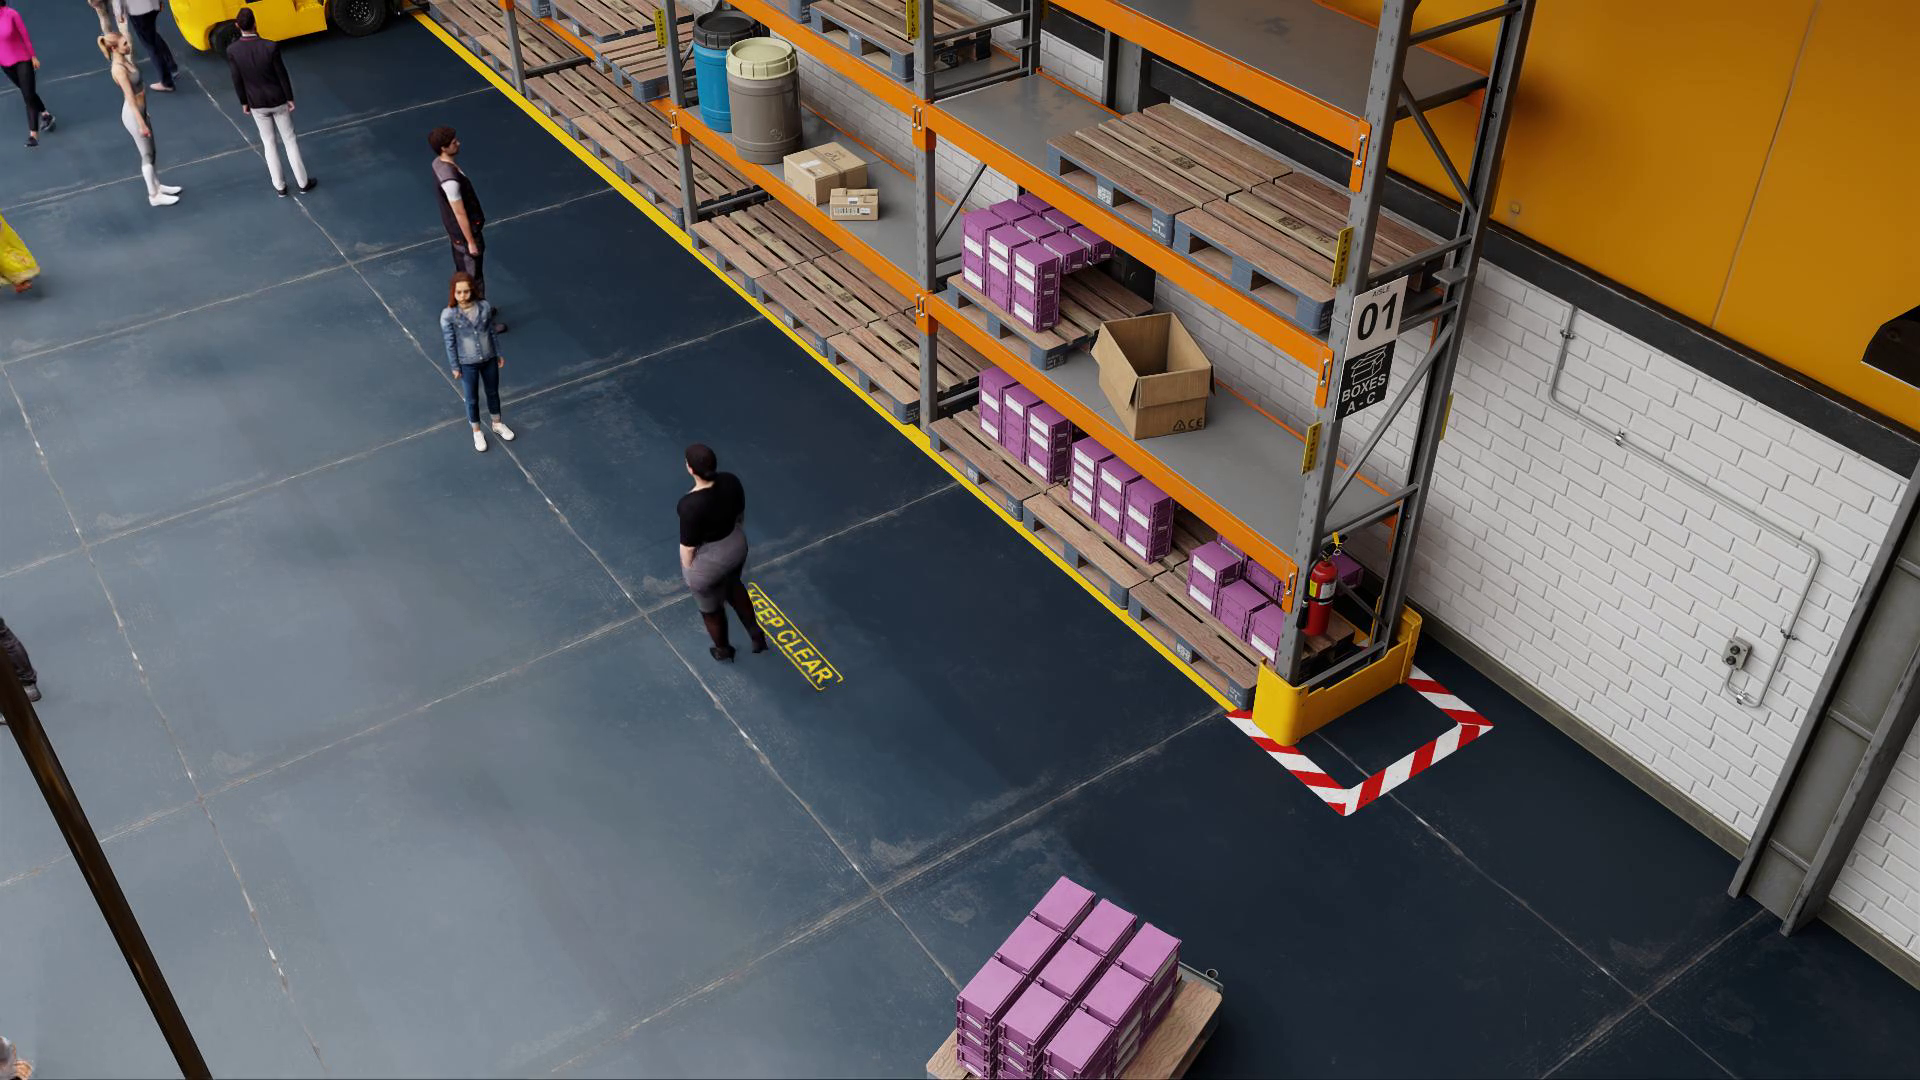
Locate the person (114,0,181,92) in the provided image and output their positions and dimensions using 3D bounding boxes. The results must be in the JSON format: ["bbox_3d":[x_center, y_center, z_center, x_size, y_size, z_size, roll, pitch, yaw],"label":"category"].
[{"bbox_3d":[-8.721,-5.735,17.888,0.842,1.831,0.811,10,40,13],"label":"person"}]

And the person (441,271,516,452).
[{"bbox_3d":[-3.703,-1.390,12.731,0.558,1.476,0.484,-25,45,-28],"label":"person"}]

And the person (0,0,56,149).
[{"bbox_3d":[-9.613,-4.898,16.983,0.975,1.651,1.229,-4,39,-5],"label":"person"}]

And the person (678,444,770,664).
[{"bbox_3d":[-1.484,0.150,10.584,0.856,1.749,0.775,27,46,30],"label":"person"}]

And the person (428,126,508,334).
[{"bbox_3d":[-4.181,-2.597,13.944,0.741,1.849,0.553,-17,42,-20],"label":"person"}]

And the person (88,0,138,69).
[{"bbox_3d":[-9.396,-6.008,18.367,0.693,1.659,1.073,-20,43,-23],"label":"person"}]

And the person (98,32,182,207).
[{"bbox_3d":[-7.845,-4.016,15.839,0.666,1.702,0.524,-13,40,-16],"label":"person"}]

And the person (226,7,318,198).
[{"bbox_3d":[-6.635,-4.188,15.941,0.731,1.844,0.709,-6,39,-8],"label":"person"}]
